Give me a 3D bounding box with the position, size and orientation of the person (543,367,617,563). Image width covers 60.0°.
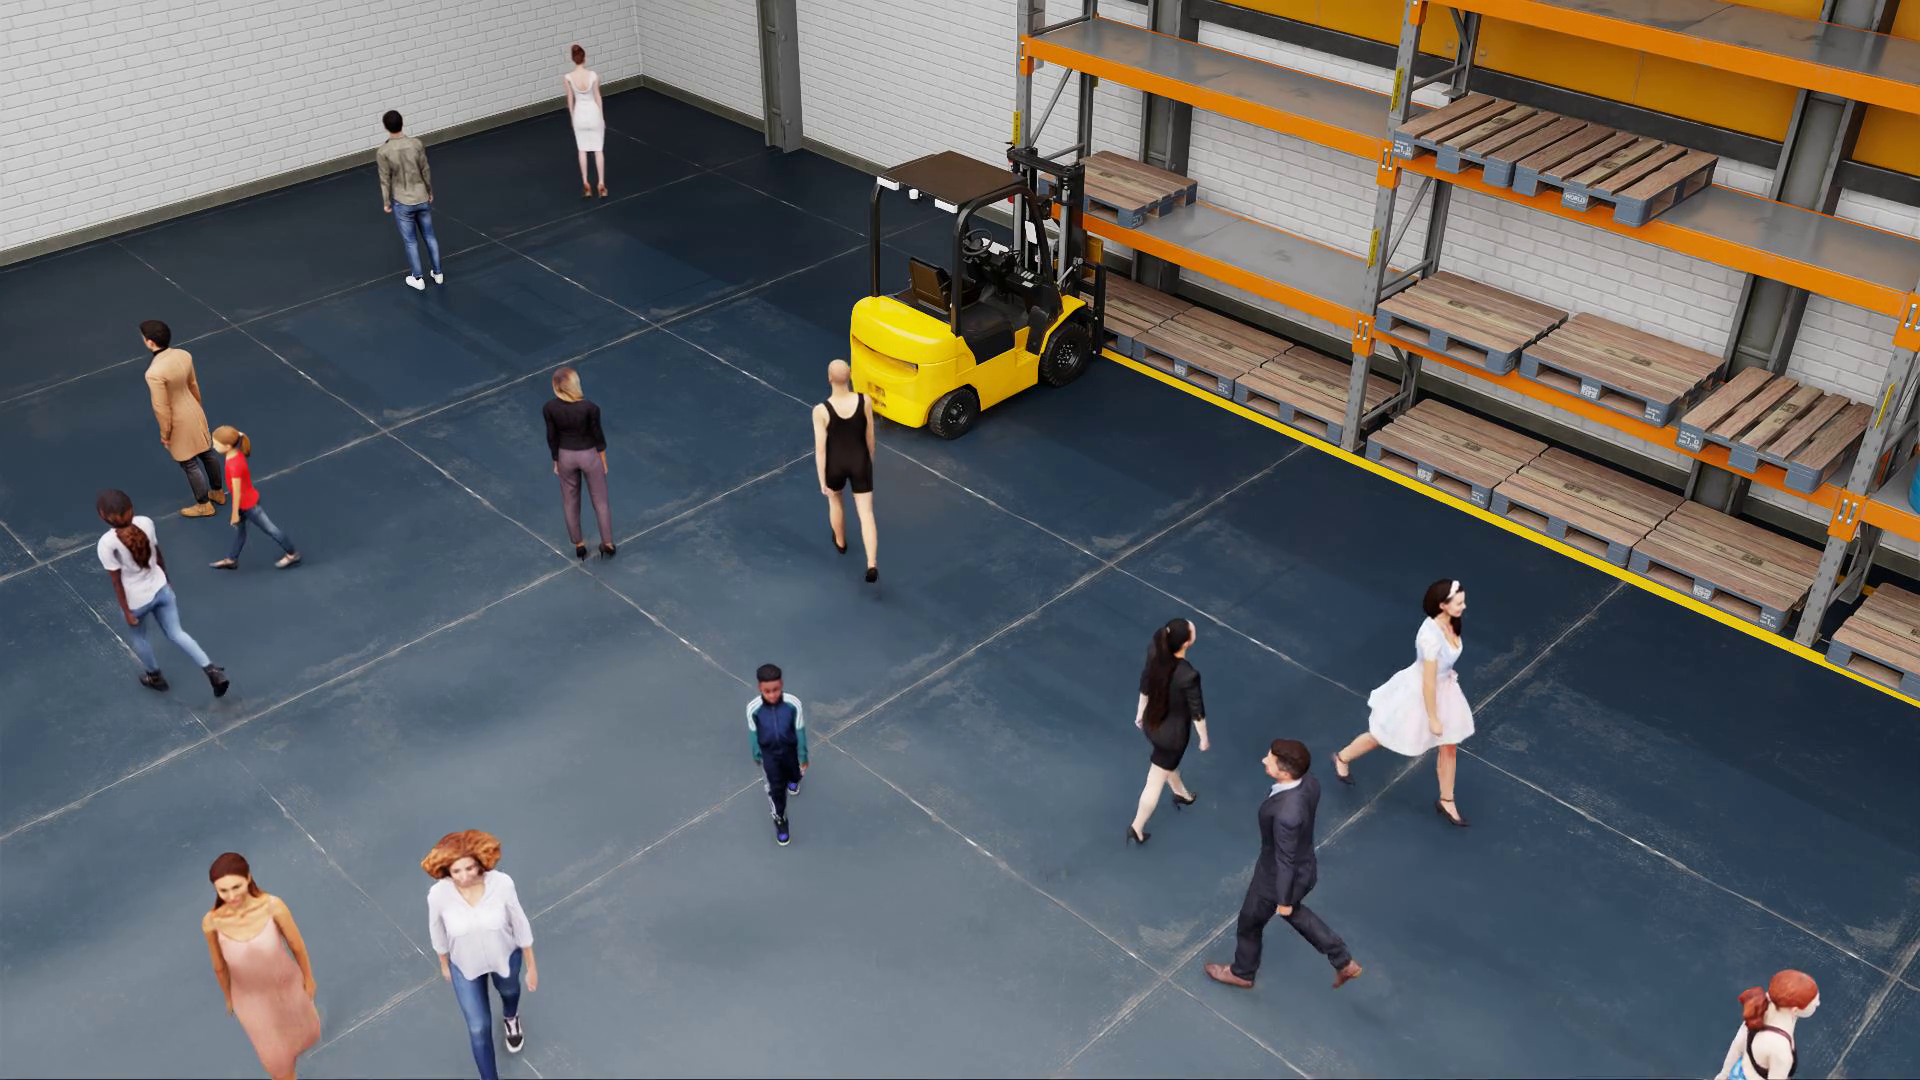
[{"bbox_3d":[-2.933,-0.572,12.830,0.671,1.670,0.728,0,34,0],"label":"person"}]

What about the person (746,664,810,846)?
[{"bbox_3d":[-1.128,1.262,10.459,0.813,1.240,0.923,-4,34,-6],"label":"person"}]

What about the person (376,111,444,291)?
[{"bbox_3d":[-5.620,-3.477,17.022,0.720,1.868,0.612,-24,40,-31],"label":"person"}]

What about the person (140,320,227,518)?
[{"bbox_3d":[-6.267,-0.988,13.404,0.788,1.727,0.755,7,34,10],"label":"person"}]

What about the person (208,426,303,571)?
[{"bbox_3d":[-5.407,-0.307,12.783,0.753,1.280,0.895,-15,36,-21],"label":"person"}]

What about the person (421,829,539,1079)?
[{"bbox_3d":[-2.497,2.125,8.764,0.976,1.679,1.177,-10,35,-14],"label":"person"}]

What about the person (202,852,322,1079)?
[{"bbox_3d":[-3.512,2.233,8.480,0.860,1.814,1.059,-10,35,-15],"label":"person"}]

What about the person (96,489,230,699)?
[{"bbox_3d":[-5.463,0.416,11.323,1.123,1.692,0.802,16,37,23],"label":"person"}]

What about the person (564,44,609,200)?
[{"bbox_3d":[-4.282,-4.786,19.059,0.614,1.792,0.681,1,34,2],"label":"person"}]

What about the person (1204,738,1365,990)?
[{"bbox_3d":[1.843,1.841,9.051,1.159,1.835,0.825,16,37,22],"label":"person"}]

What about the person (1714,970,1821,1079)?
[{"bbox_3d":[3.613,2.689,7.867,1.293,1.734,1.029,7,34,11],"label":"person"}]

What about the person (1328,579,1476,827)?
[{"bbox_3d":[2.778,0.998,10.372,1.232,1.777,0.780,22,39,29],"label":"person"}]

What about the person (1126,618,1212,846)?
[{"bbox_3d":[1.191,1.212,10.148,0.774,1.668,0.876,-21,39,-29],"label":"person"}]

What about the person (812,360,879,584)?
[{"bbox_3d":[-0.817,-0.499,12.616,1.008,1.786,1.230,-9,35,-13],"label":"person"}]
